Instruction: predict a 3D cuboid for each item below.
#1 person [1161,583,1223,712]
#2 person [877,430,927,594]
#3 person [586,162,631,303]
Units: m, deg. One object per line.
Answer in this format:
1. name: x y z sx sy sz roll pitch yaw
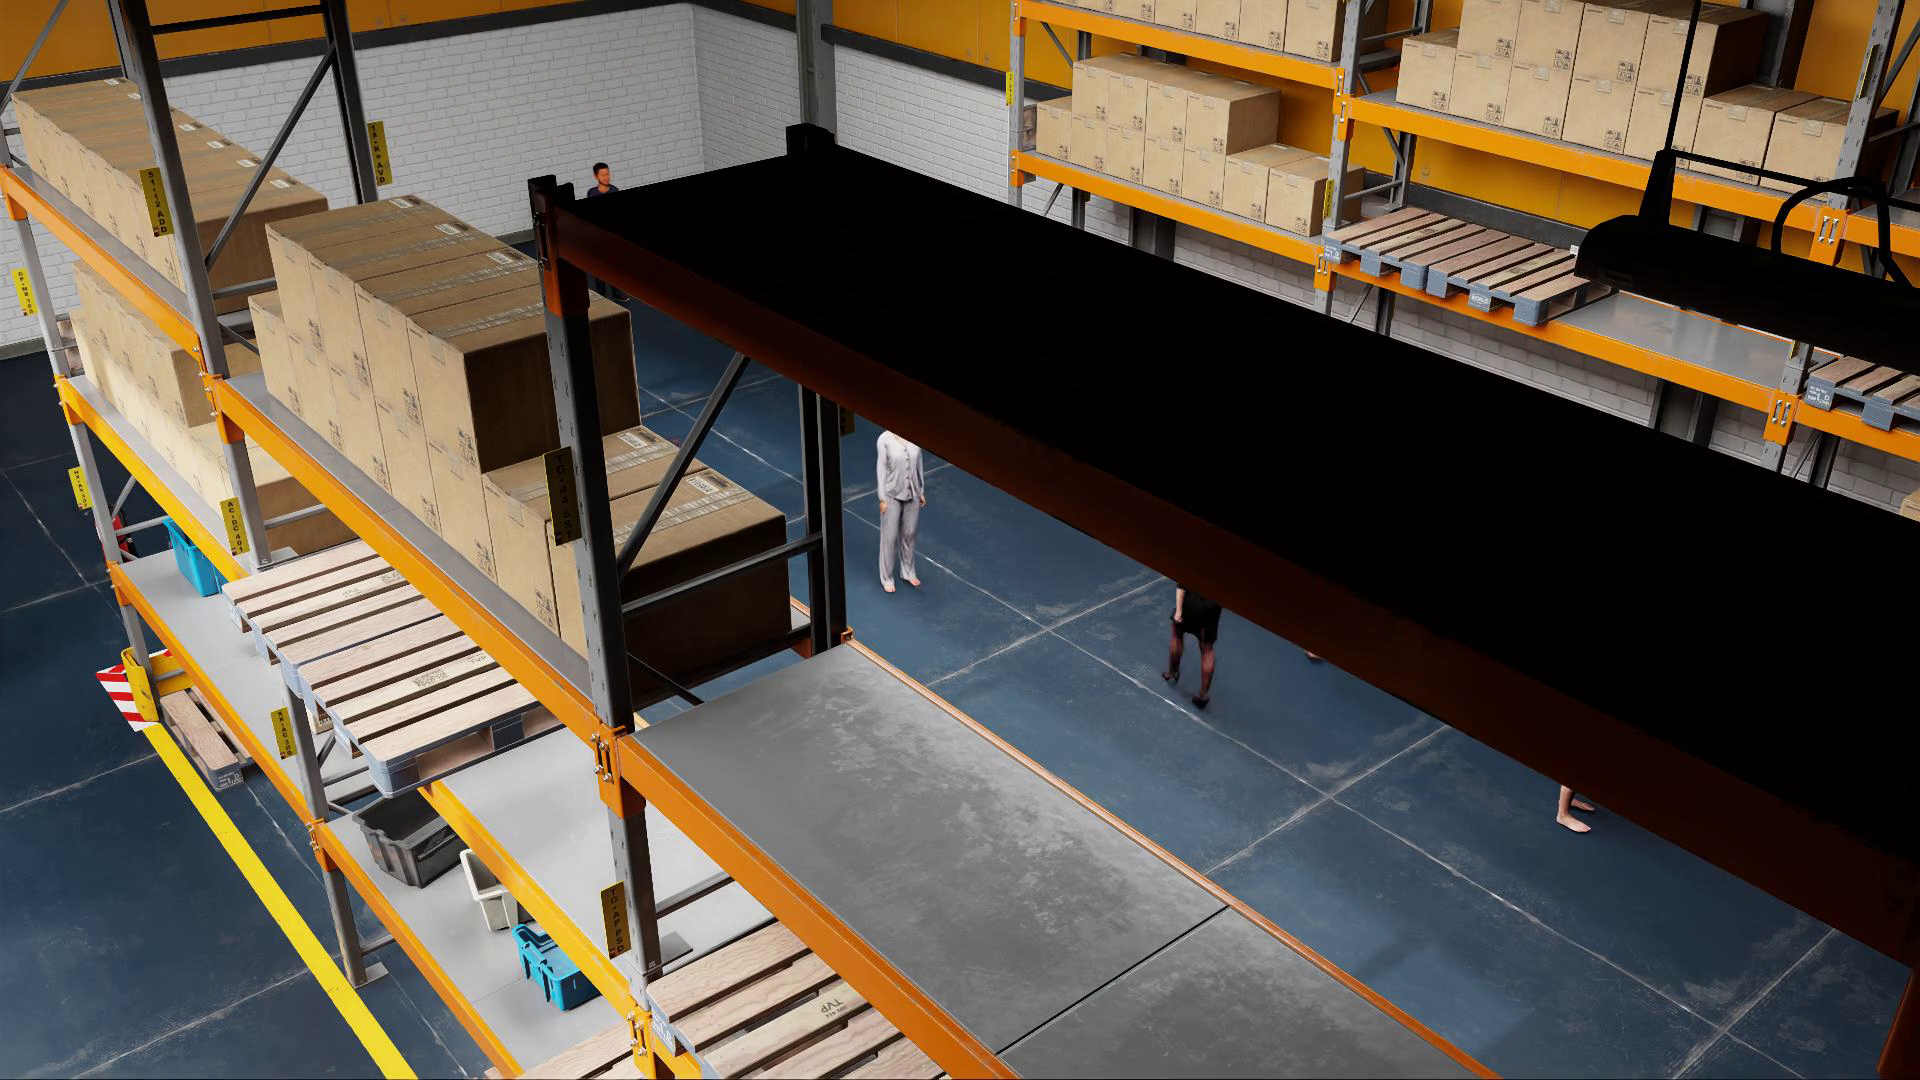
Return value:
1. person: 1.865 0.552 12.661 0.744 1.686 0.889 -11 31 -20
2. person: -0.521 -0.402 14.319 0.628 1.773 0.591 -14 32 -24
3. person: -4.359 -3.778 20.486 0.654 1.793 0.539 -24 37 -37
